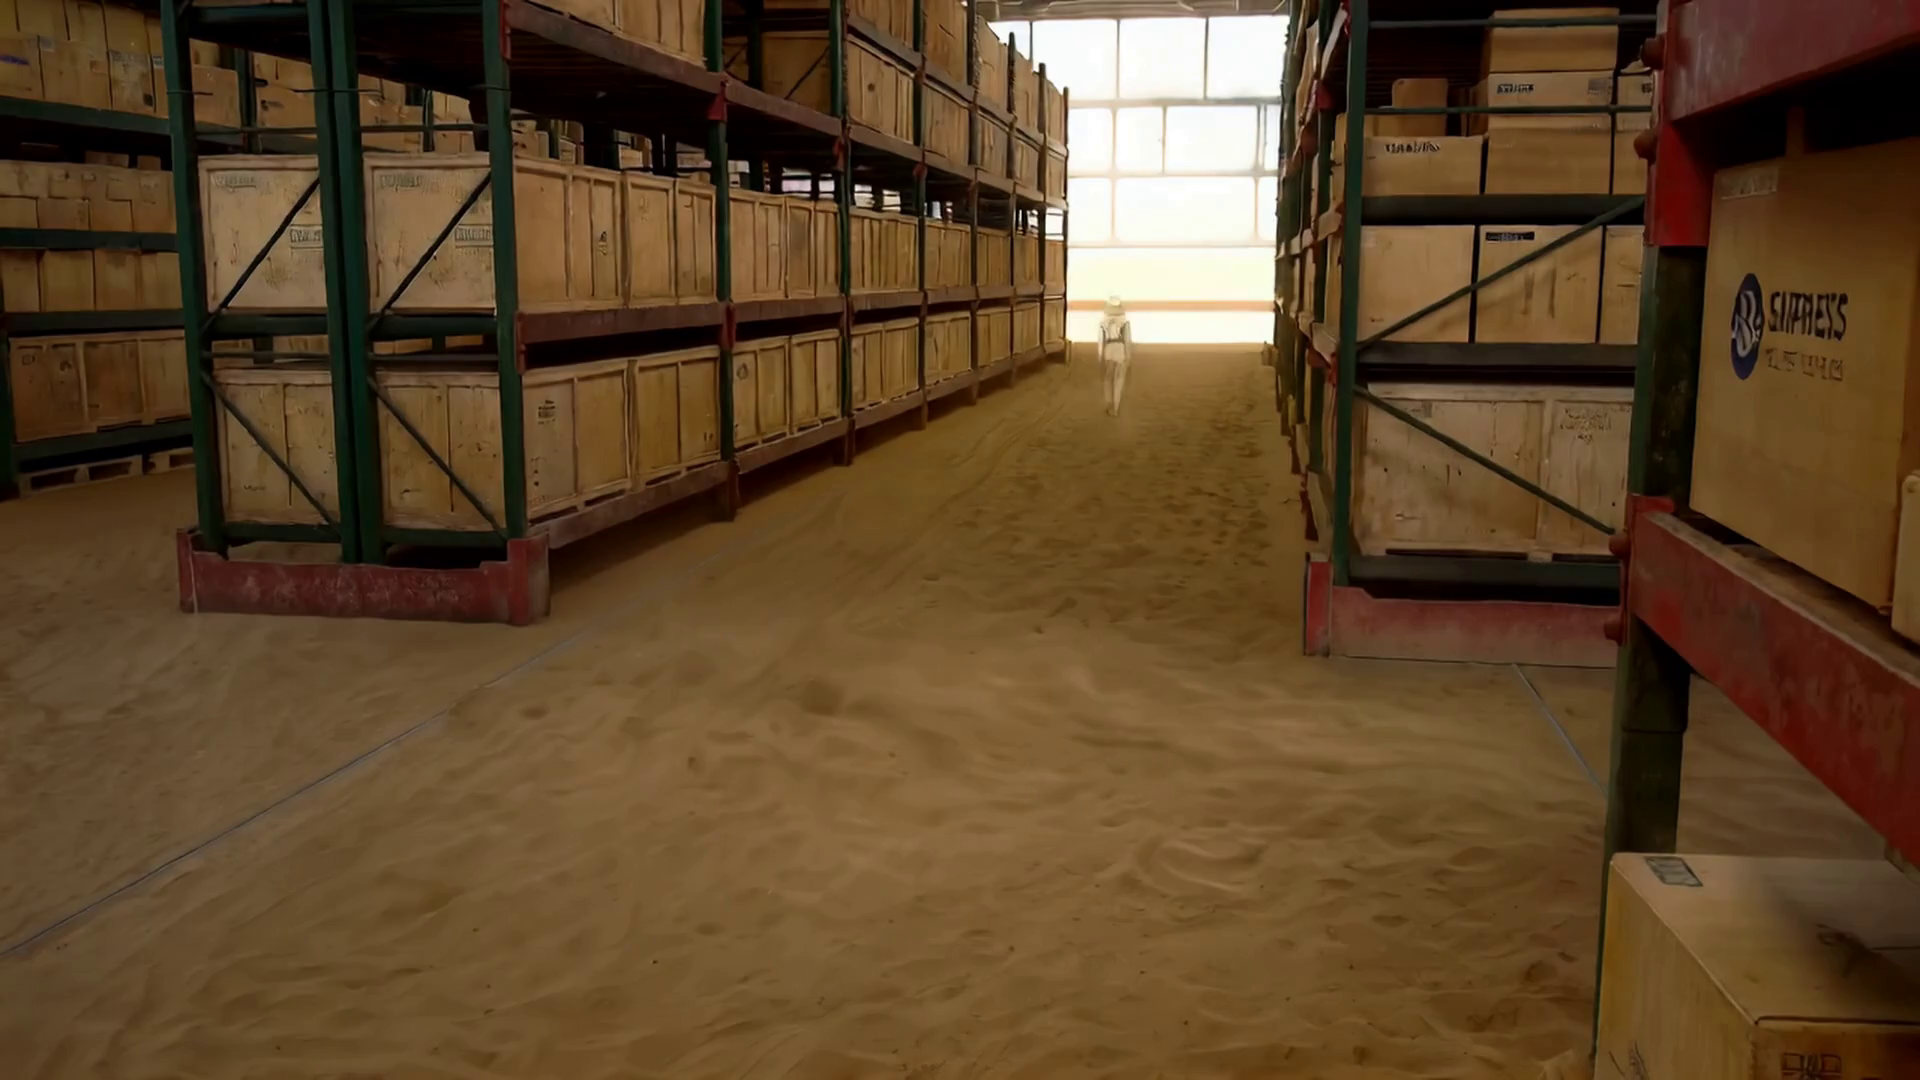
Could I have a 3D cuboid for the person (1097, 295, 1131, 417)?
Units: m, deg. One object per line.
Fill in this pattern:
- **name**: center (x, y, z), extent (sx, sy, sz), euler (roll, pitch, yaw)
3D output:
- **person**: center (2.174, -2.593, 23.449), extent (0.482, 1.699, 0.918), euler (1, 9, 6)
